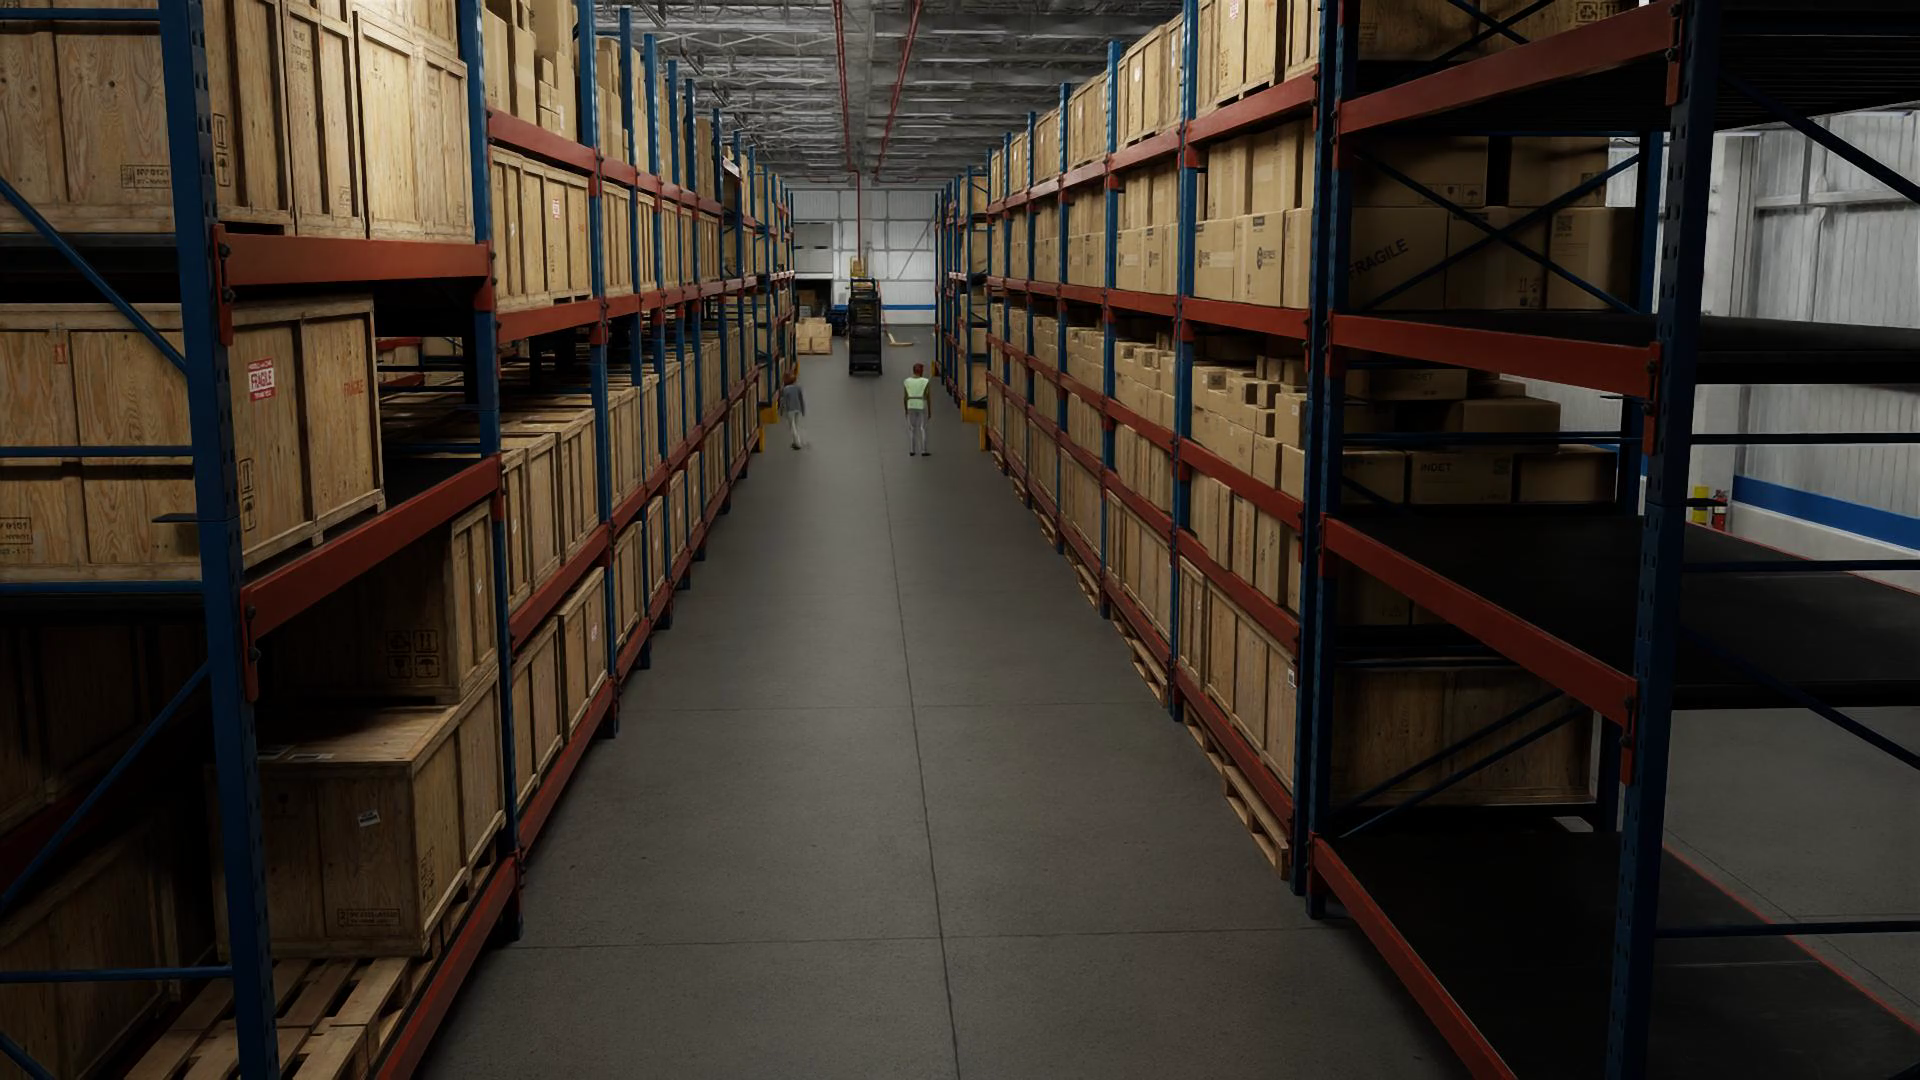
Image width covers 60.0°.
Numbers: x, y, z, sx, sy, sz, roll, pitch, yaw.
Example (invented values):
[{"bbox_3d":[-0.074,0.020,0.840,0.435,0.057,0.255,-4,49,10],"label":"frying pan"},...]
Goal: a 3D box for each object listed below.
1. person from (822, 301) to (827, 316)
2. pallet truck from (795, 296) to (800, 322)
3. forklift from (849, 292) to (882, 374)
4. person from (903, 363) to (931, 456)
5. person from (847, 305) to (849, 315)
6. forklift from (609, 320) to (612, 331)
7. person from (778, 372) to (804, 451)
[{"bbox_3d":[-7.803,-12.974,95.811,0.897,1.593,0.508,-1,10,-9],"label":"person"},{"bbox_3d":[-8.622,-12.439,91.403,1.885,1.965,0.823,2,10,13],"label":"pallet truck"},{"bbox_3d":[-3.257,-7.118,56.984,1.129,2.768,1.873,-1,10,-3],"label":"forklift"},{"bbox_3d":[-0.846,-2.569,32.916,0.563,1.839,0.393,3,10,20],"label":"person"},{"bbox_3d":[-5.820,-12.111,89.945,0.608,1.842,0.728,5,11,28],"label":"person"},{"bbox_3d":[-13.325,-8.355,64.374,1.873,2.768,1.129,-1,10,-3],"label":"forklift"},{"bbox_3d":[-3.465,-2.625,33.925,0.632,1.607,0.513,9,13,43],"label":"person"}]
